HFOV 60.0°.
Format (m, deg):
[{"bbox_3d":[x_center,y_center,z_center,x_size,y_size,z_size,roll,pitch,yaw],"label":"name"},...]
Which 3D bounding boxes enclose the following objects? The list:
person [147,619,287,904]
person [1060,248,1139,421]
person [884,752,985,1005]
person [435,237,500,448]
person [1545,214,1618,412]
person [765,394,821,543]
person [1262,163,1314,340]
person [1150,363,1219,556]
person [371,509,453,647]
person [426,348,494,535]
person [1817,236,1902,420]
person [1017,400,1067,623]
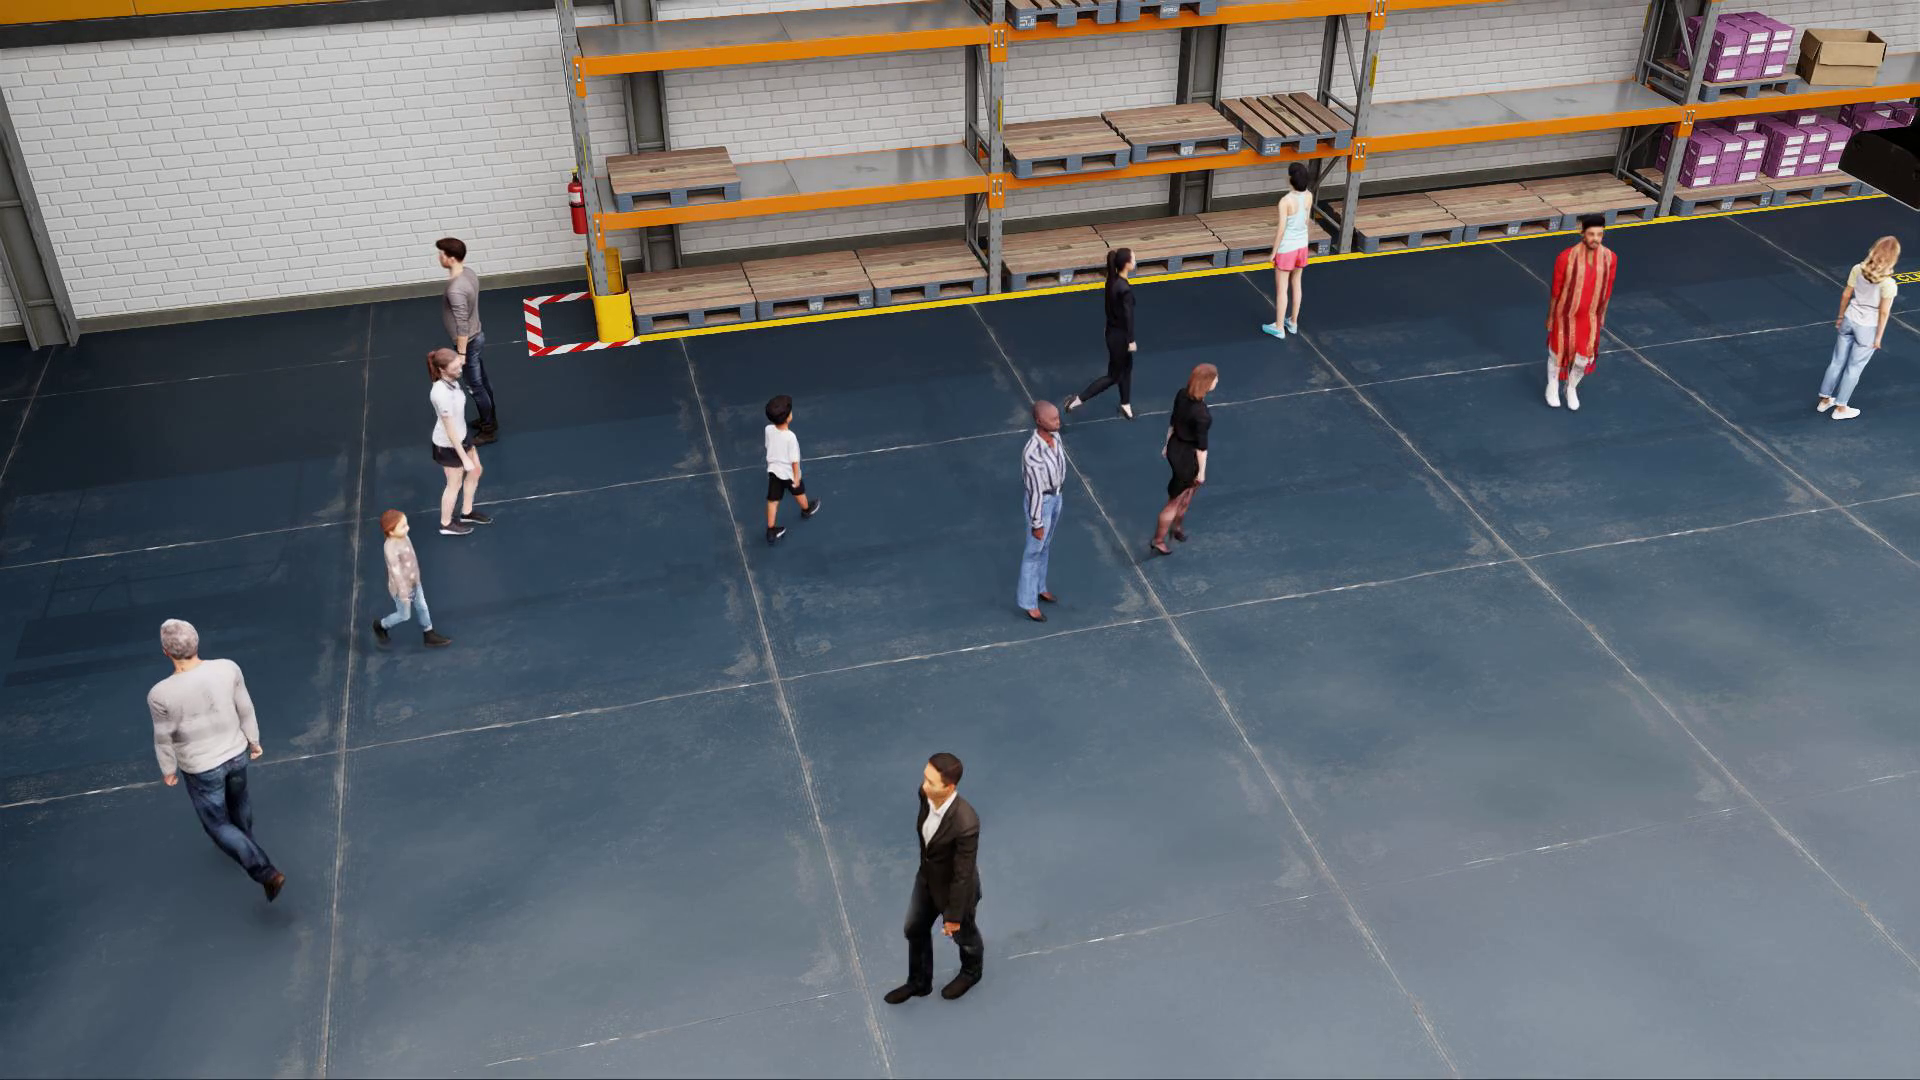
[{"bbox_3d":[-4.362,1.339,9.810,1.193,1.884,1.208,24,41,32],"label":"person"},{"bbox_3d":[1.317,-1.746,14.623,0.989,1.692,0.635,-6,34,-9],"label":"person"},{"bbox_3d":[0.012,1.845,9.137,0.951,1.784,0.871,-24,40,-31],"label":"person"},{"bbox_3d":[-4.256,-1.728,14.405,0.623,1.904,0.707,-4,34,-6],"label":"person"},{"bbox_3d":[5.536,-2.101,14.996,0.832,1.871,0.903,5,34,7],"label":"person"},{"bbox_3d":[-1.444,-0.547,13.239,0.838,1.227,0.903,18,38,25],"label":"person"},{"bbox_3d":[3.216,-2.821,16.175,0.584,1.765,0.711,-18,38,-25],"label":"person"},{"bbox_3d":[1.654,-0.596,12.905,0.679,1.679,0.615,-10,35,-15],"label":"person"},{"bbox_3d":[-4.052,0.304,12.001,0.848,1.181,0.680,5,34,7],"label":"person"},{"bbox_3d":[-4.054,-0.752,13.113,0.717,1.709,0.660,-9,35,-14],"label":"person"},{"bbox_3d":[8.016,-1.892,14.815,0.606,1.723,0.669,-15,36,-21],"label":"person"},{"bbox_3d":[0.602,-0.236,12.259,0.741,1.795,0.710,13,36,19],"label":"person"}]
